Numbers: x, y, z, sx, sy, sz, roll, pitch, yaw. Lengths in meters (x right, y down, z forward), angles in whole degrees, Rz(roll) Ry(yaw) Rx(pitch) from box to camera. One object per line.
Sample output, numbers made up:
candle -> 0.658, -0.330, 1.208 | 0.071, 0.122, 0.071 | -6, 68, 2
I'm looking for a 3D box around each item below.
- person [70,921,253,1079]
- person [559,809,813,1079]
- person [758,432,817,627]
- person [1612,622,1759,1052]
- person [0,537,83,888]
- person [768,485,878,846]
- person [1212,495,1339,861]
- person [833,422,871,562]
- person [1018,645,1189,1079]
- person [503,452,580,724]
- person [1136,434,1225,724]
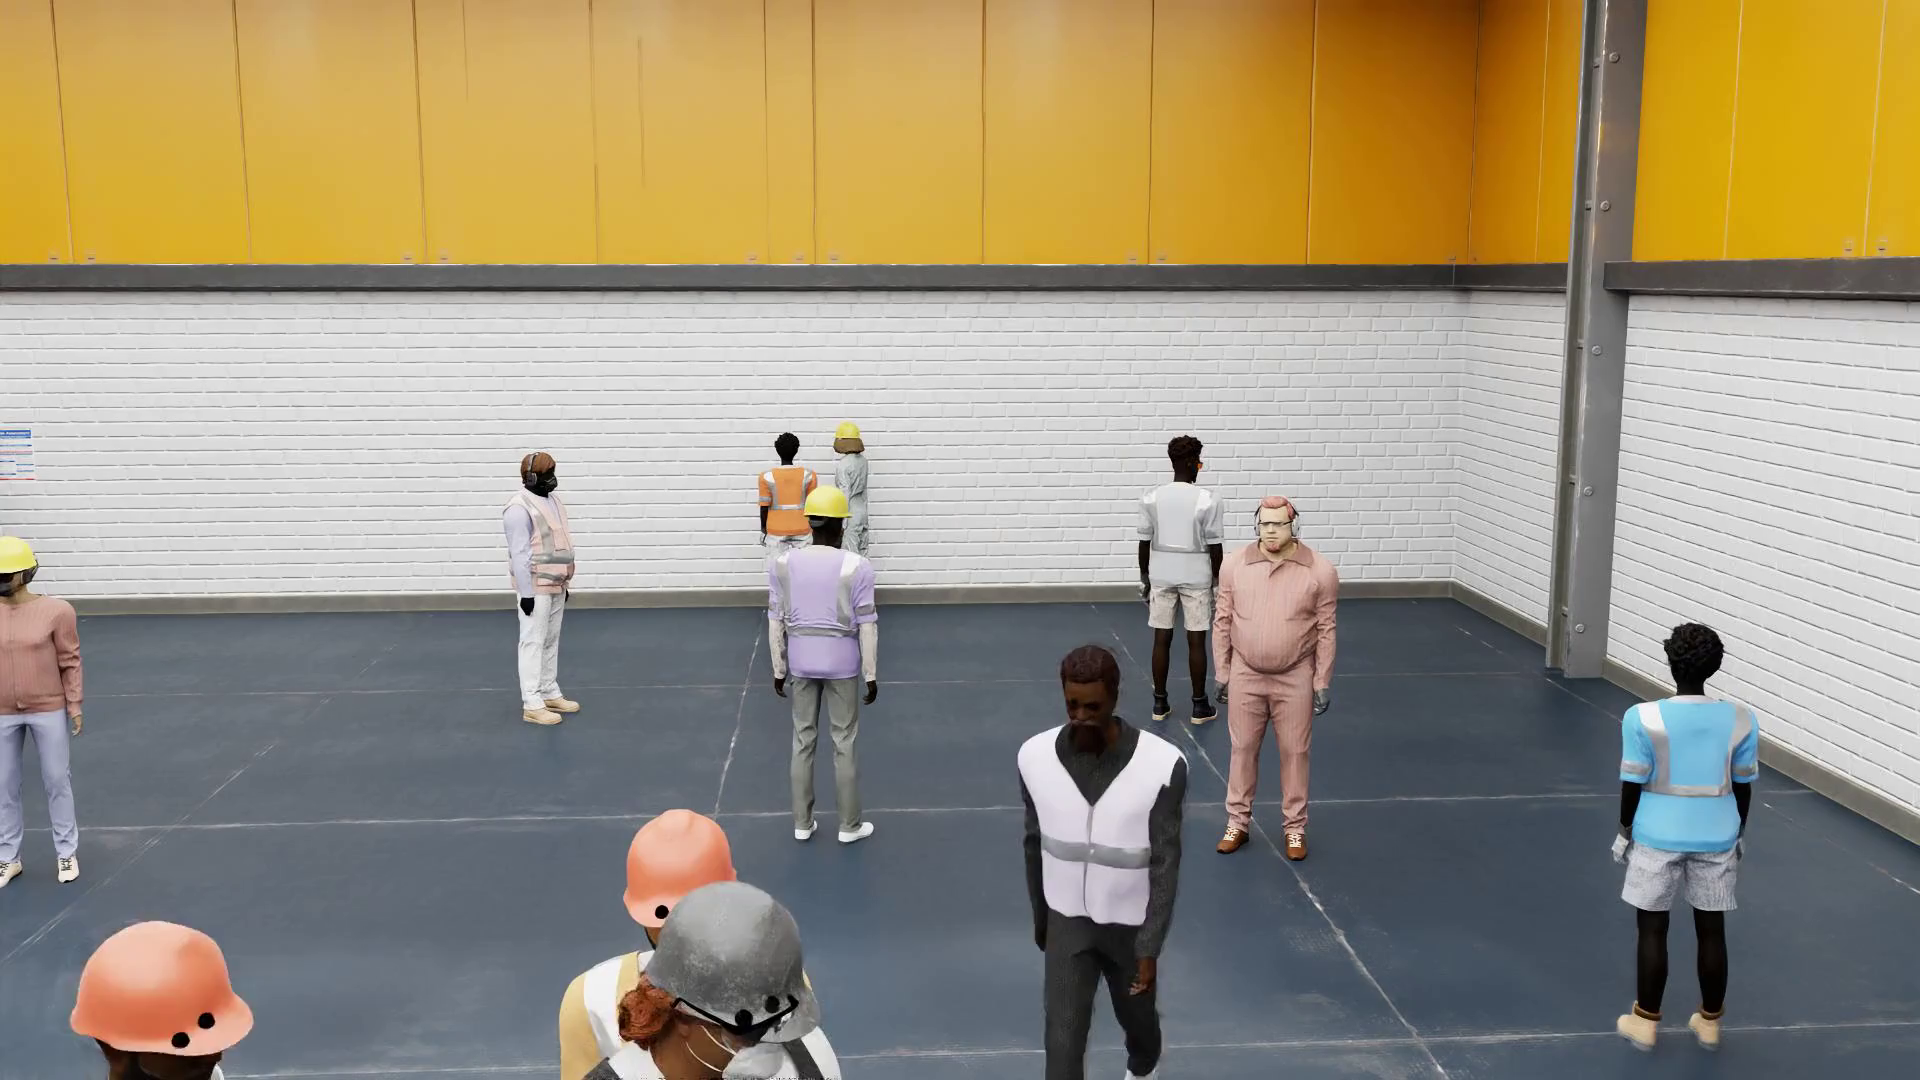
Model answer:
person -> -1.396, 1.606, 3.058 | 0.853, 1.896, 0.548 | 2, 9, 12
person -> -0.570, 1.509, 3.566 | 0.552, 1.935, 0.360 | -2, 9, -11
person -> -1.463, -0.070, 14.234 | 0.532, 1.697, 0.319 | -2, 9, -13
person -> 2.822, 1.162, 6.498 | 0.540, 1.695, 0.317 | 0, 9, 2
person -> -4.634, 0.851, 8.237 | 0.533, 1.765, 0.319 | -3, 9, -17
person -> -0.720, 0.667, 8.888 | 0.592, 1.923, 0.381 | 2, 9, 13
person -> 1.625, 0.712, 8.670 | 0.641, 1.908, 0.407 | 3, 10, 18
person -> -0.979, -0.181, 14.785 | 0.322, 1.742, 0.493 | 4, 10, 23
person -> 0.489, 1.226, 5.584 | 0.579, 1.869, 0.979 | 3, 9, 16
person -> -2.840, 0.318, 11.348 | 0.429, 1.844, 0.625 | 2, 9, 10
person -> 1.499, 0.266, 11.285 | 0.607, 1.963, 0.373 | 4, 10, 23
